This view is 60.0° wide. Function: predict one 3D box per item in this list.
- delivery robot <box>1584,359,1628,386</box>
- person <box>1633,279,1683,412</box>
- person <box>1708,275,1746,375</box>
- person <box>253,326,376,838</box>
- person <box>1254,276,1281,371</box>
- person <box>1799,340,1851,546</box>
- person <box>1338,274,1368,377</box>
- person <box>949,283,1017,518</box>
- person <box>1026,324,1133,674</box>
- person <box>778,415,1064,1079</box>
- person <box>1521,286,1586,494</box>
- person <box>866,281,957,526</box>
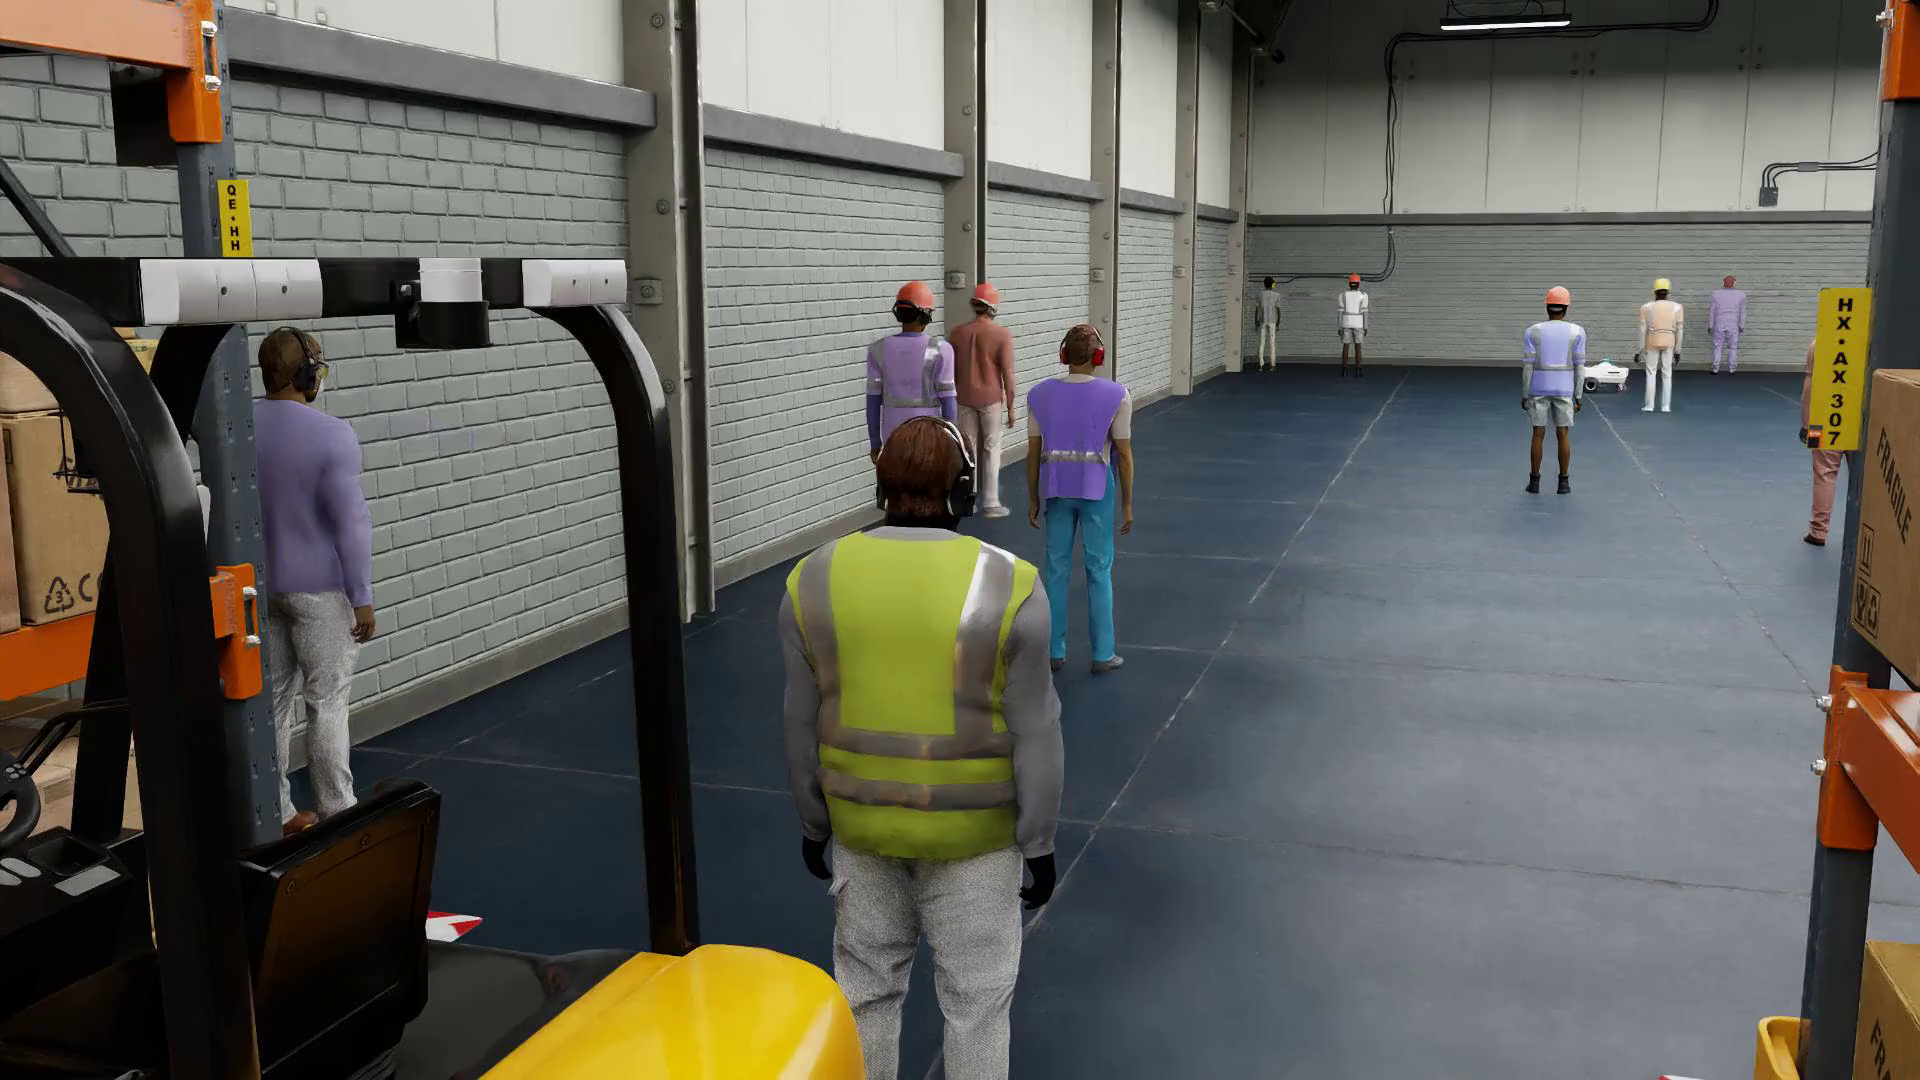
[{"bbox_3d":[10.617,-2.739,27.386,0.707,0.478,0.477,2,10,13],"label":"delivery robot"},{"bbox_3d":[10.047,-2.786,23.937,0.629,1.915,0.452,1,10,8],"label":"person"},{"bbox_3d":[14.604,-4.091,31.706,0.651,1.906,0.403,3,10,17],"label":"person"},{"bbox_3d":[-2.421,0.194,6.088,0.635,1.937,0.352,3,10,17],"label":"person"},{"bbox_3d":[6.112,-4.297,33.044,0.533,1.868,0.310,3,10,17],"label":"person"},{"bbox_3d":[6.749,-0.896,12.675,0.651,1.906,0.403,3,10,17],"label":"person"},{"bbox_3d":[7.378,-4.027,31.239,0.551,1.932,0.378,3,10,17],"label":"person"},{"bbox_3d":[0.192,-1.177,14.158,0.646,1.979,0.457,5,11,26],"label":"person"},{"bbox_3d":[0.626,-0.206,8.757,0.570,1.840,0.373,3,10,17],"label":"person"},{"bbox_3d":[-0.073,0.641,3.722,0.633,1.839,0.429,3,10,17],"label":"person"},{"bbox_3d":[5.540,-1.396,15.562,0.551,1.934,0.373,3,10,17],"label":"person"},{"bbox_3d":[-0.304,-0.672,10.938,0.614,2.040,0.390,3,10,17],"label":"person"}]
